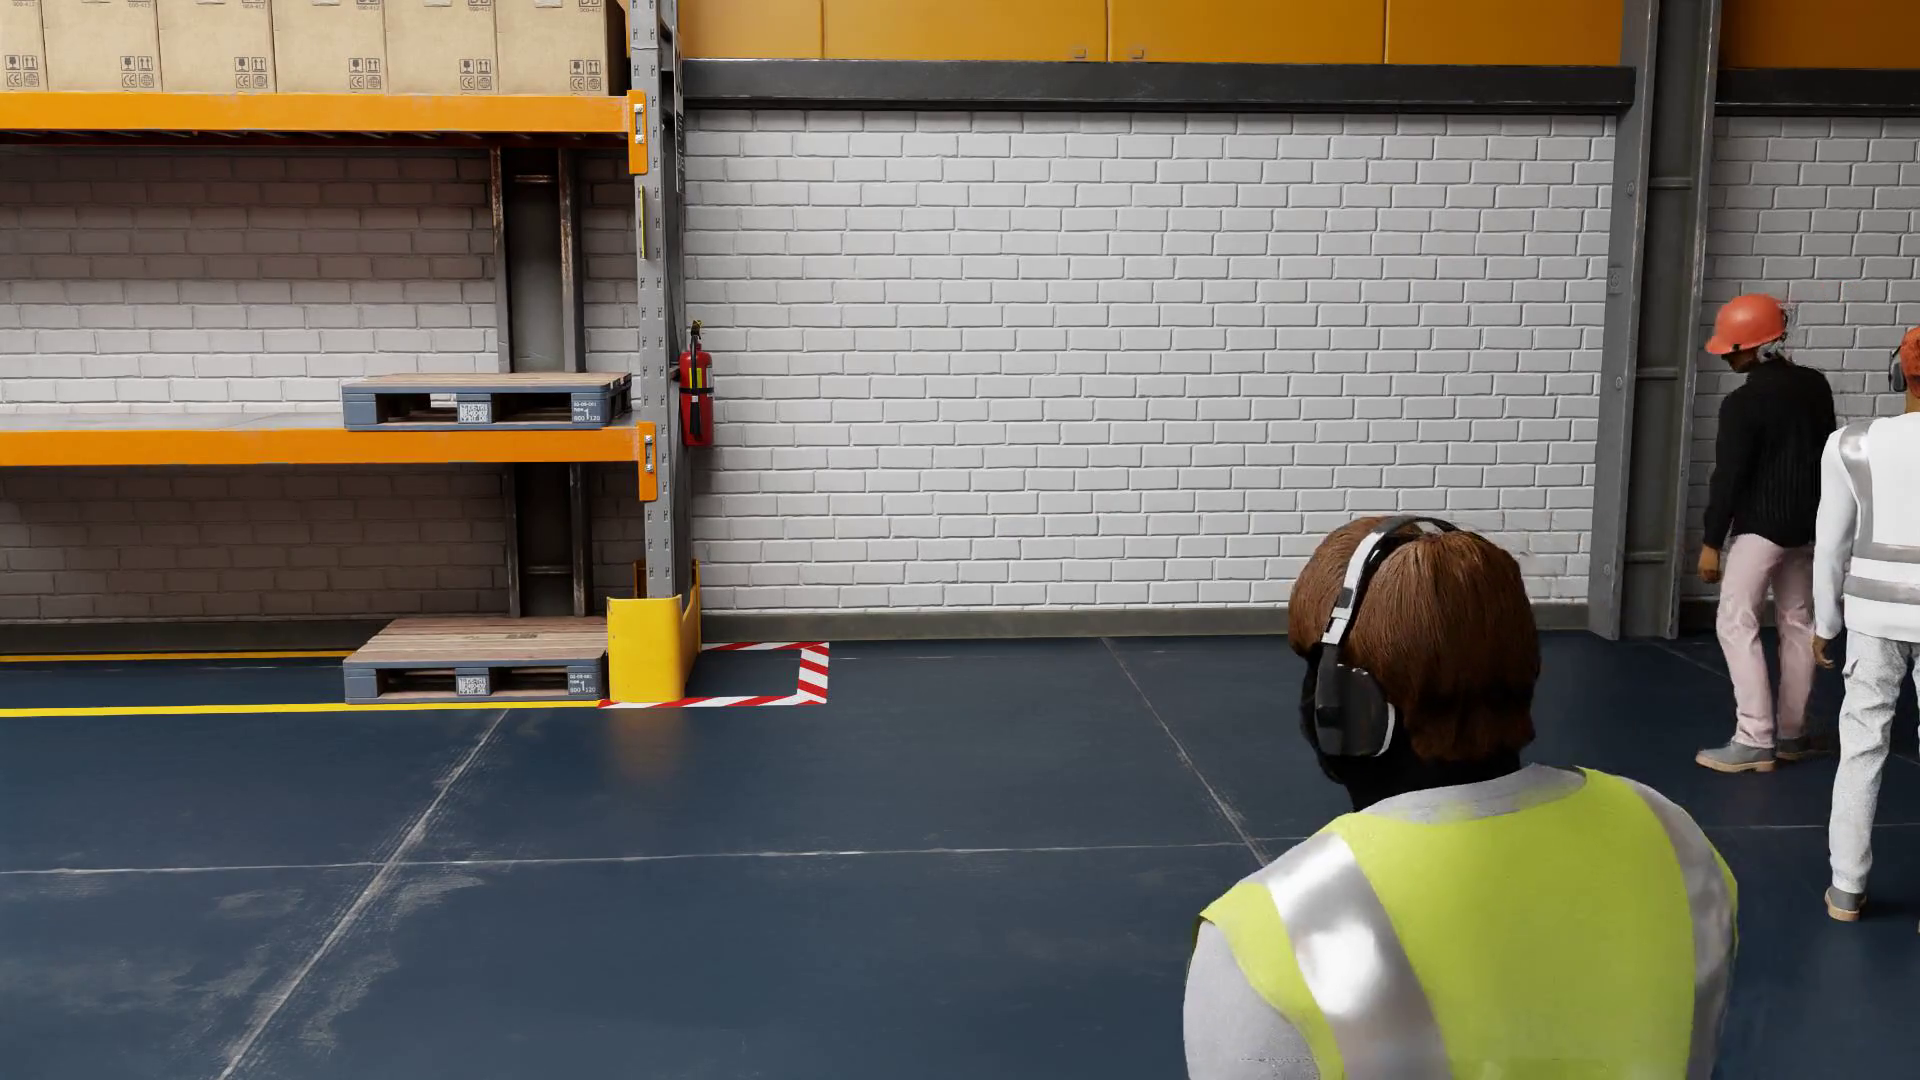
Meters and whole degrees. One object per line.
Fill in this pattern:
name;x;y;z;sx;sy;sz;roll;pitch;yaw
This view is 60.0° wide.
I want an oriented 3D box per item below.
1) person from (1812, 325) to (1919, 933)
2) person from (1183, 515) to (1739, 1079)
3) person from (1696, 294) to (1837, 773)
person;2.935;0.276;5.122;0.572;1.883;0.355;7;11;37
person;0.442;0.861;1.732;0.646;1.792;0.960;-4;10;-23
person;3.368;-0.029;6.866;0.738;1.948;0.387;-4;10;-25
